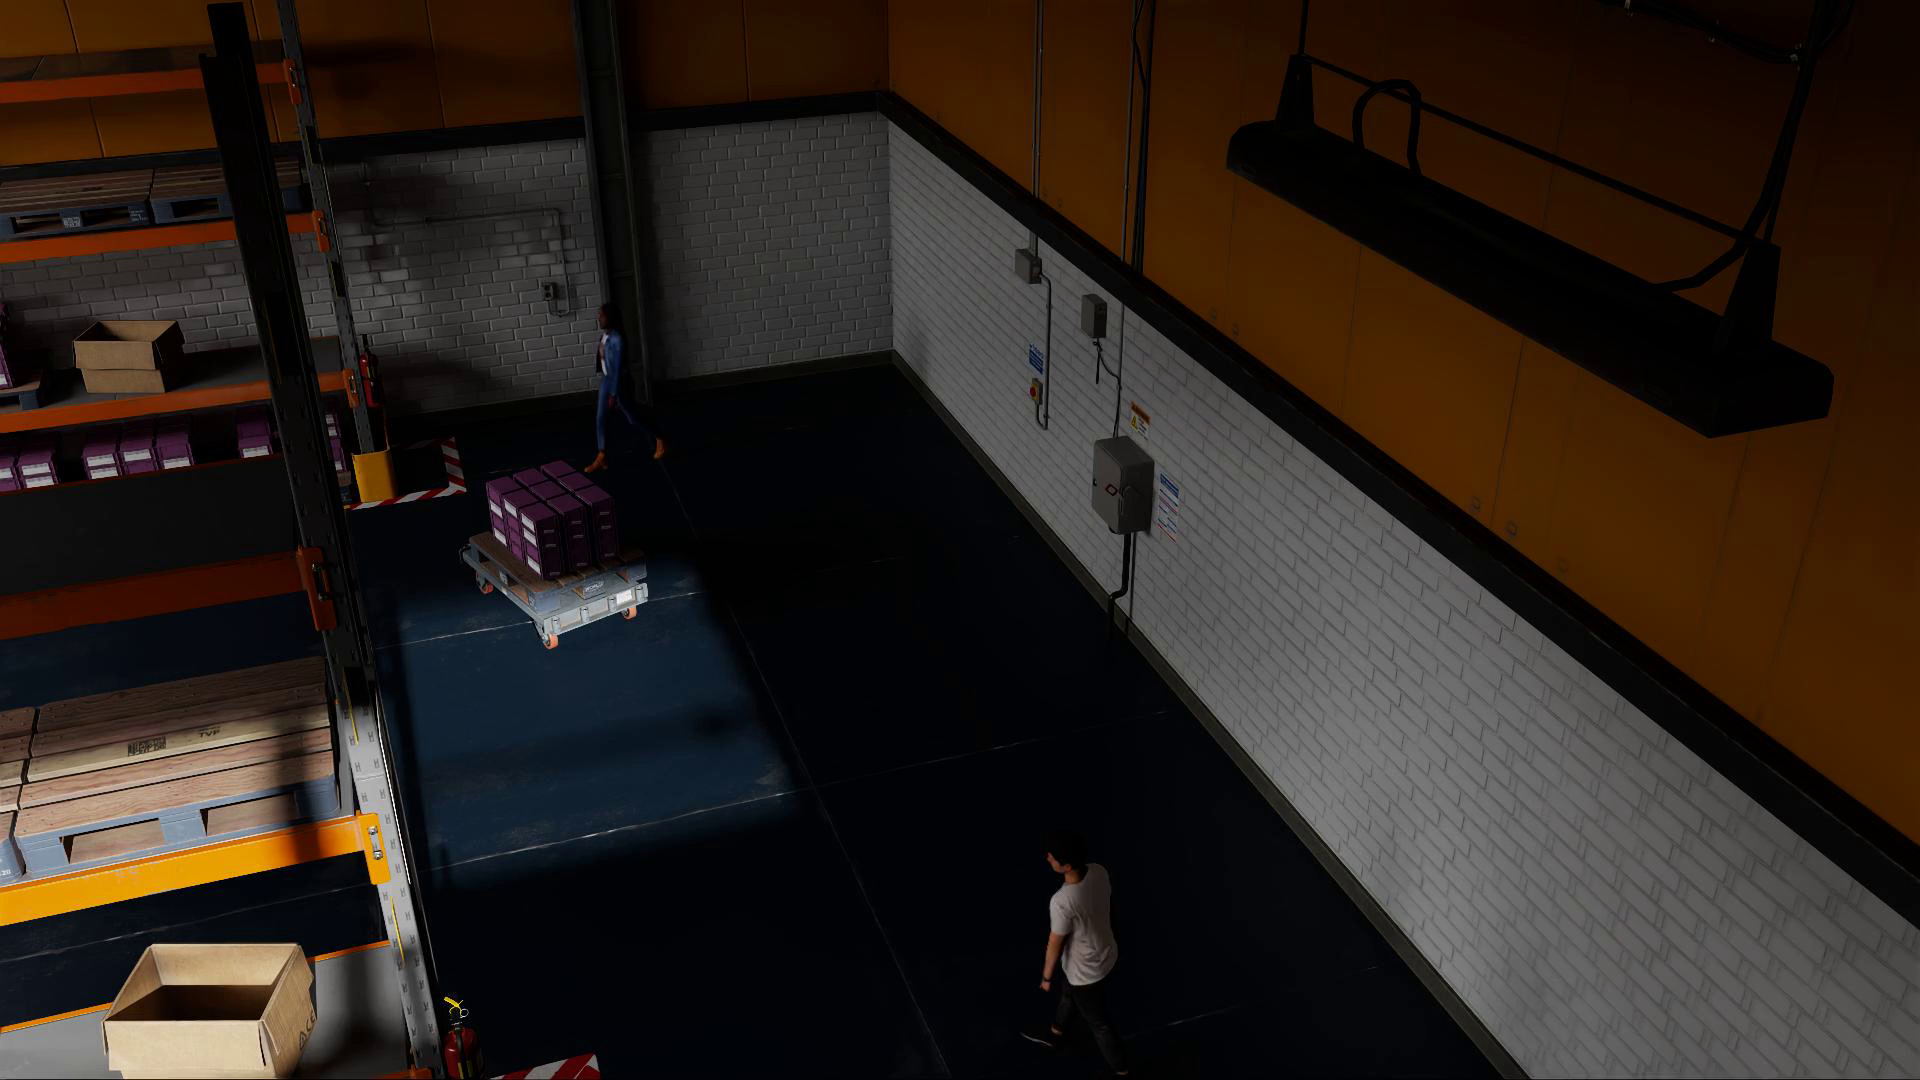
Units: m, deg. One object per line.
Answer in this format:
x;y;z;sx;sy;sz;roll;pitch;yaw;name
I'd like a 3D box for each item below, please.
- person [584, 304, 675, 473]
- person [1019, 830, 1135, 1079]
-3.208;-1.458;16.057;1.200;1.677;0.796;-19;34;-30;person
0.777;2.327;9.116;1.068;1.677;1.040;19;34;31;person
